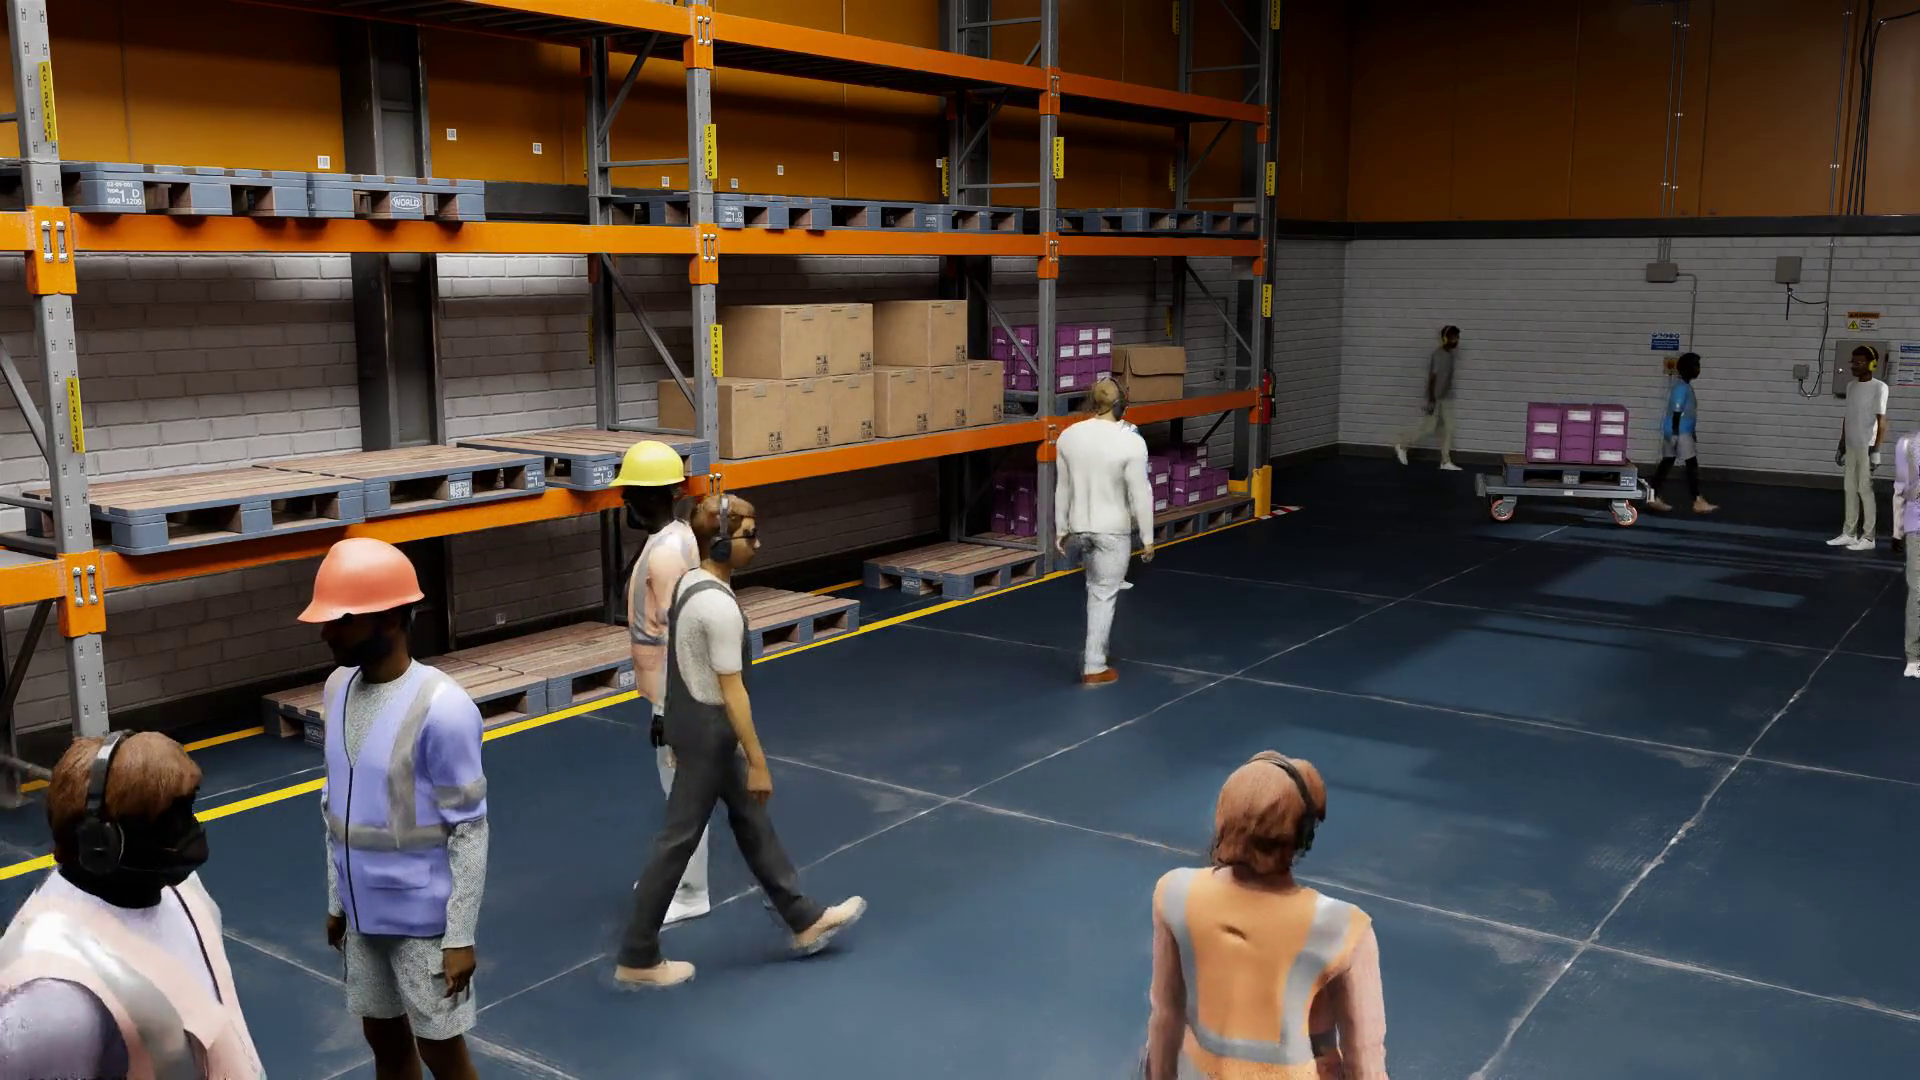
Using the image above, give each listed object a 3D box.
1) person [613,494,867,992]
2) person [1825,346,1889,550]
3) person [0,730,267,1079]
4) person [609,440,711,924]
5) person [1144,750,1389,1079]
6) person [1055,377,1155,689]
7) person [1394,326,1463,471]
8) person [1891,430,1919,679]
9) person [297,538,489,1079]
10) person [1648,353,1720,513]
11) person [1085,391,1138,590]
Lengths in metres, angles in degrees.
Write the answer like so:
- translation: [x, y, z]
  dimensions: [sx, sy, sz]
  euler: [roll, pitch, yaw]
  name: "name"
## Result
- translation: [-0.815, 0.731, 5.999]
  dimensions: [0.999, 1.792, 0.525]
  euler: [-3, 10, -18]
  name: "person"
- translation: [8.205, -0.837, 15.170]
  dimensions: [0.317, 1.861, 0.515]
  euler: [-1, 10, -8]
  name: "person"
- translation: [-1.446, 1.226, 2.990]
  dimensions: [0.453, 1.827, 0.628]
  euler: [-2, 10, -12]
  name: "person"
- translation: [-1.172, 0.565, 6.612]
  dimensions: [0.386, 1.928, 0.589]
  euler: [-1, 10, -7]
  name: "person"
- translation: [0.617, 1.246, 3.515]
  dimensions: [0.527, 1.606, 0.806]
  euler: [7, 12, 35]
  name: "person"
- translation: [0.948, -0.055, 10.327]
  dimensions: [0.650, 1.914, 0.678]
  euler: [8, 13, 41]
  name: "person"
- translation: [5.966, -1.795, 20.992]
  dimensions: [0.800, 1.832, 0.541]
  euler: [9, 13, 42]
  name: "person"
- translation: [6.314, -0.097, 10.693]
  dimensions: [0.593, 1.890, 0.928]
  euler: [7, 12, 35]
  name: "person"
- translation: [-1.471, 0.947, 4.305]
  dimensions: [0.551, 1.934, 0.373]
  euler: [6, 11, 33]
  name: "person"
- translation: [7.600, -1.107, 17.303]
  dimensions: [0.790, 1.659, 0.552]
  euler: [4, 10, 25]
  name: "person"
- translation: [1.207, -0.409, 13.303]
  dimensions: [0.509, 1.629, 0.317]
  euler: [7, 12, 37]
  name: "person"
